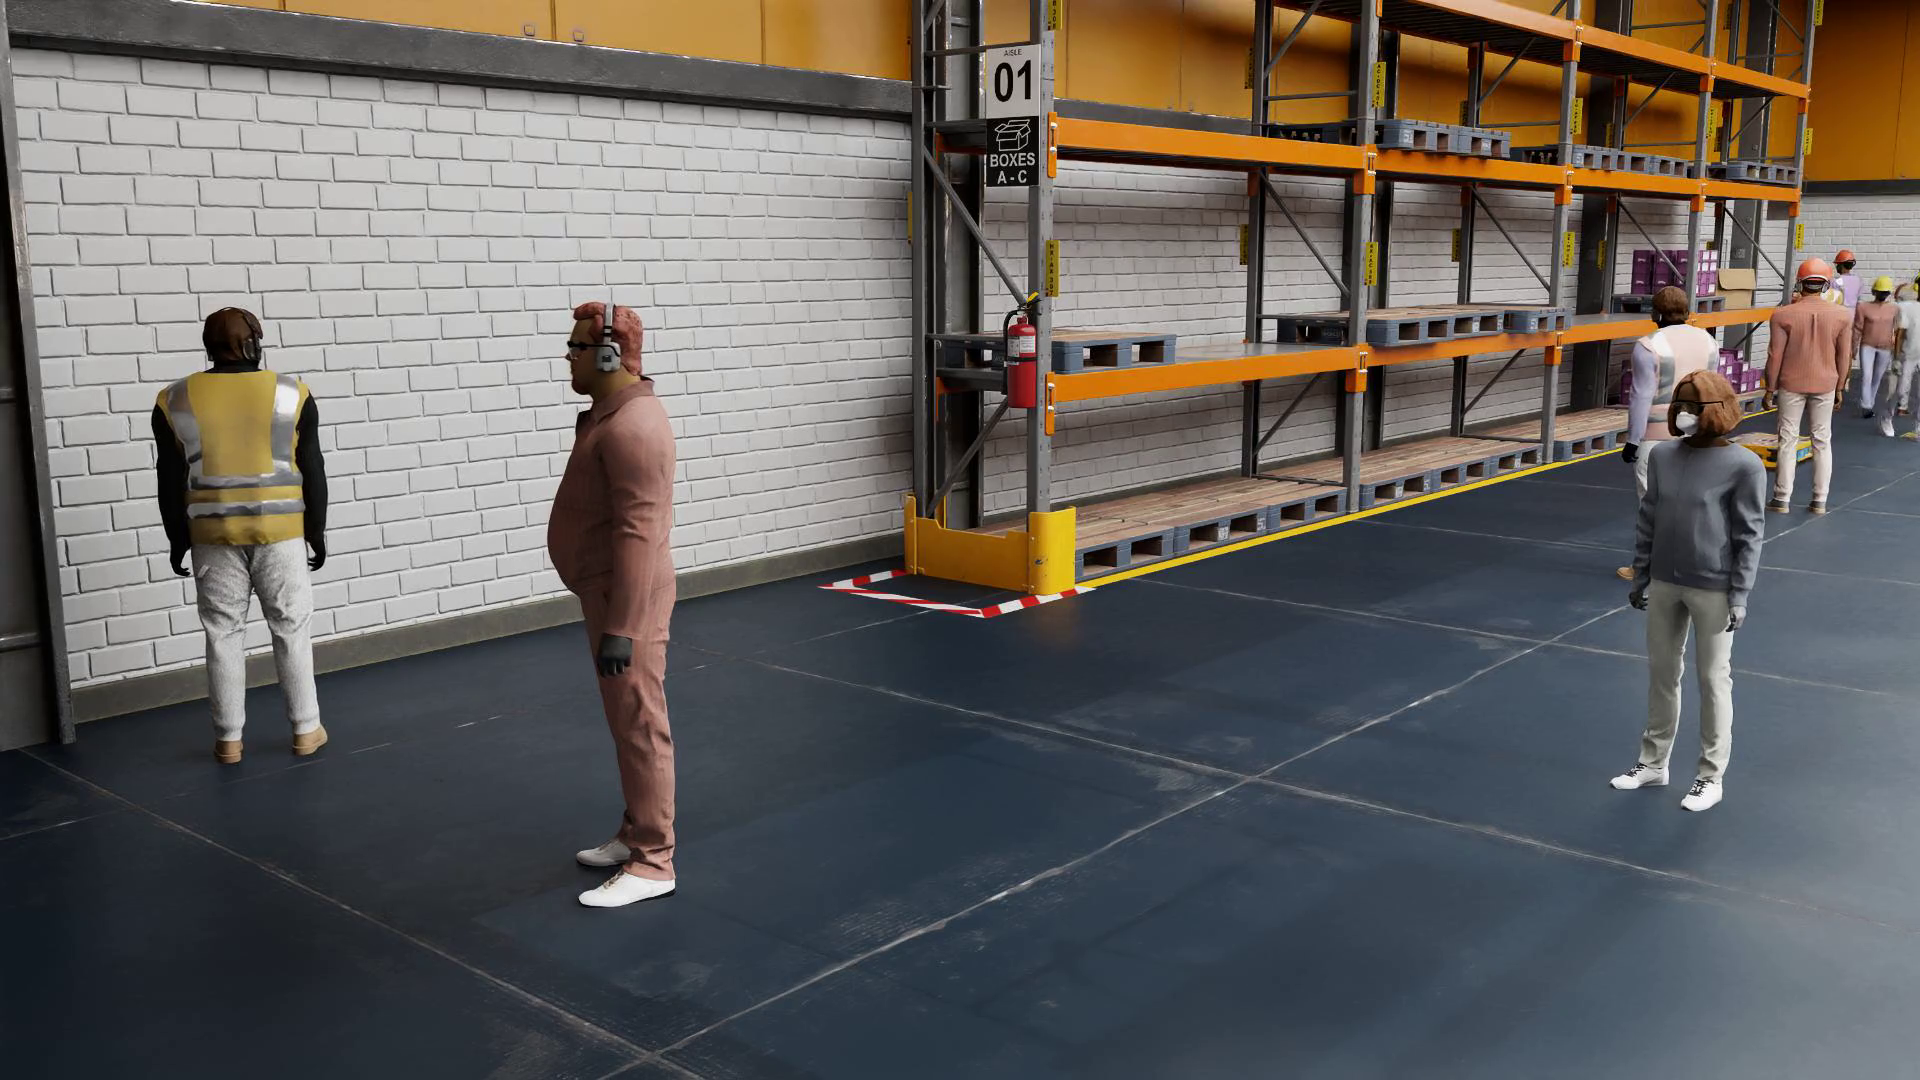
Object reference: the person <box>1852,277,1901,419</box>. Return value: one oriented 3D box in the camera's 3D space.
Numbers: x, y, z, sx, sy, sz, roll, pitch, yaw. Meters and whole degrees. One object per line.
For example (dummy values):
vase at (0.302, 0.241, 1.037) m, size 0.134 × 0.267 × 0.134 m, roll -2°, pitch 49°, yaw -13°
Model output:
person at (11.167, -2.320, 20.214) m, size 0.531 × 1.717 × 0.908 m, roll 2°, pitch 10°, yaw 13°

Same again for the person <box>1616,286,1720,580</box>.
person at (4.373, -0.646, 10.342) m, size 0.622 × 1.840 × 0.430 m, roll -4°, pitch 11°, yaw -21°

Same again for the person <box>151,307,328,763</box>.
person at (-2.890, -0.016, 6.749) m, size 0.625 × 1.840 × 0.430 m, roll -3°, pitch 10°, yaw -18°

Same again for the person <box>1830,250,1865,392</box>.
person at (12.695, -3.150, 24.009) m, size 0.608 × 2.044 × 0.372 m, roll -4°, pitch 11°, yaw -20°

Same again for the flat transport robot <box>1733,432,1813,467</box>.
flat transport robot at (7.819, -0.875, 16.093) m, size 0.652 × 0.197 × 1.431 m, roll 8°, pitch 13°, yaw 37°

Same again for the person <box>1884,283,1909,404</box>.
person at (12.371, -2.602, 22.108) m, size 0.543 × 1.616 × 0.526 m, roll -5°, pitch 11°, yaw -27°

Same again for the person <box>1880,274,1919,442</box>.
person at (10.308, -1.985, 17.997) m, size 0.526 × 1.844 × 0.921 m, roll 1°, pitch 10°, yaw 4°

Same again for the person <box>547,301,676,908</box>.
person at (-1.098, 0.203, 5.302) m, size 0.406 × 1.911 × 0.636 m, roll -2°, pitch 10°, yaw -11°

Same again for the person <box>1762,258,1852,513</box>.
person at (6.622, -1.200, 13.040) m, size 0.610 × 1.996 × 0.386 m, roll 2°, pitch 10°, yaw 11°

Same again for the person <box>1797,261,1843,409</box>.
person at (11.100, -2.659, 21.618) m, size 0.576 × 1.916 × 0.697 m, roll 2°, pitch 10°, yaw 12°

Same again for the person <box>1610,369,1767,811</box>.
person at (2.724, 0.182, 6.205) m, size 0.279 × 1.633 × 0.500 m, roll -6°, pitch 12°, yaw -31°

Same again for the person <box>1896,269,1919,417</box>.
person at (11.798, -2.465, 20.406) m, size 0.359 × 1.938 × 0.632 m, roll -7°, pitch 12°, yaw -36°
